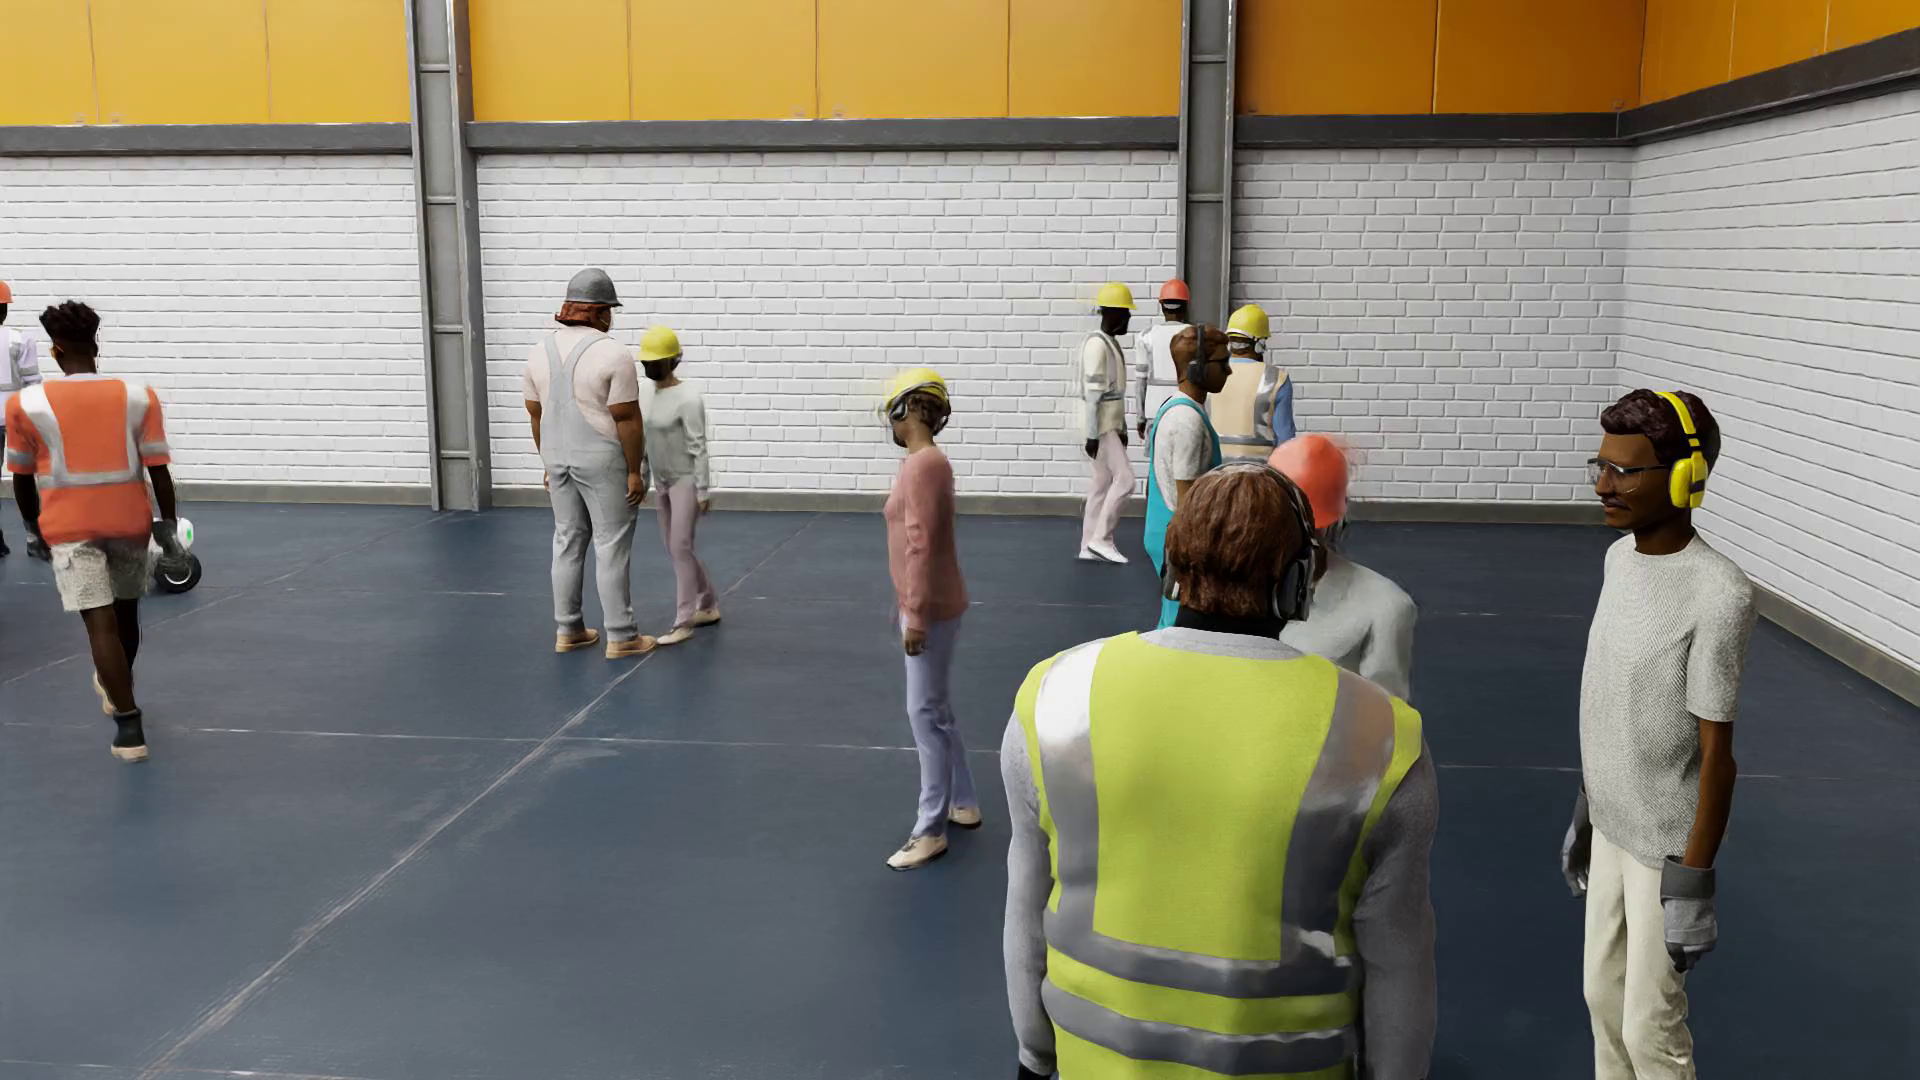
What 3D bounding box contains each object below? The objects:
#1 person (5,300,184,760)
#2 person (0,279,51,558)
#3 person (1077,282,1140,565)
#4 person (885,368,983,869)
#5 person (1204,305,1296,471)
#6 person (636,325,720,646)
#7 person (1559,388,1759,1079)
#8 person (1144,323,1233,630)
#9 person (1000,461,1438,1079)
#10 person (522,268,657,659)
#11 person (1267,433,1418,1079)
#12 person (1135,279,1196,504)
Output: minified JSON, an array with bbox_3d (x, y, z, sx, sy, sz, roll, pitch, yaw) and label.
[{"bbox_3d":[-3.726,-0.064,7.146,0.599,1.899,1.039,-9,13,-42],"label":"person"},{"bbox_3d":[-6.610,-0.837,11.500,0.542,1.938,0.358,-2,10,-14],"label":"person"},{"bbox_3d":[1.033,-0.773,11.216,0.513,1.906,0.608,2,10,14],"label":"person"},{"bbox_3d":[-0.093,0.267,5.832,0.346,1.718,0.626,0,10,0],"label":"person"},{"bbox_3d":[1.536,-0.353,9.028,0.600,1.829,0.404,5,11,29],"label":"person"},{"bbox_3d":[-1.525,-0.310,9.088,0.535,1.736,0.569,10,14,44],"label":"person"},{"bbox_3d":[1.379,0.620,3.391,0.327,1.862,0.511,0,10,-3],"label":"person"},{"bbox_3d":[0.905,0.060,6.653,0.335,1.841,0.509,1,10,4],"label":"person"},{"bbox_3d":[0.374,0.795,2.480,0.636,1.830,0.429,3,10,18],"label":"person"},{"bbox_3d":[-1.905,-0.410,8.760,0.688,2.000,0.536,5,11,28],"label":"person"},{"bbox_3d":[0.806,0.587,3.973,0.582,1.728,0.626,7,12,35],"label":"person"},{"bbox_3d":[1.541,-0.924,12.068,0.542,1.920,0.419,3,10,19],"label":"person"}]
